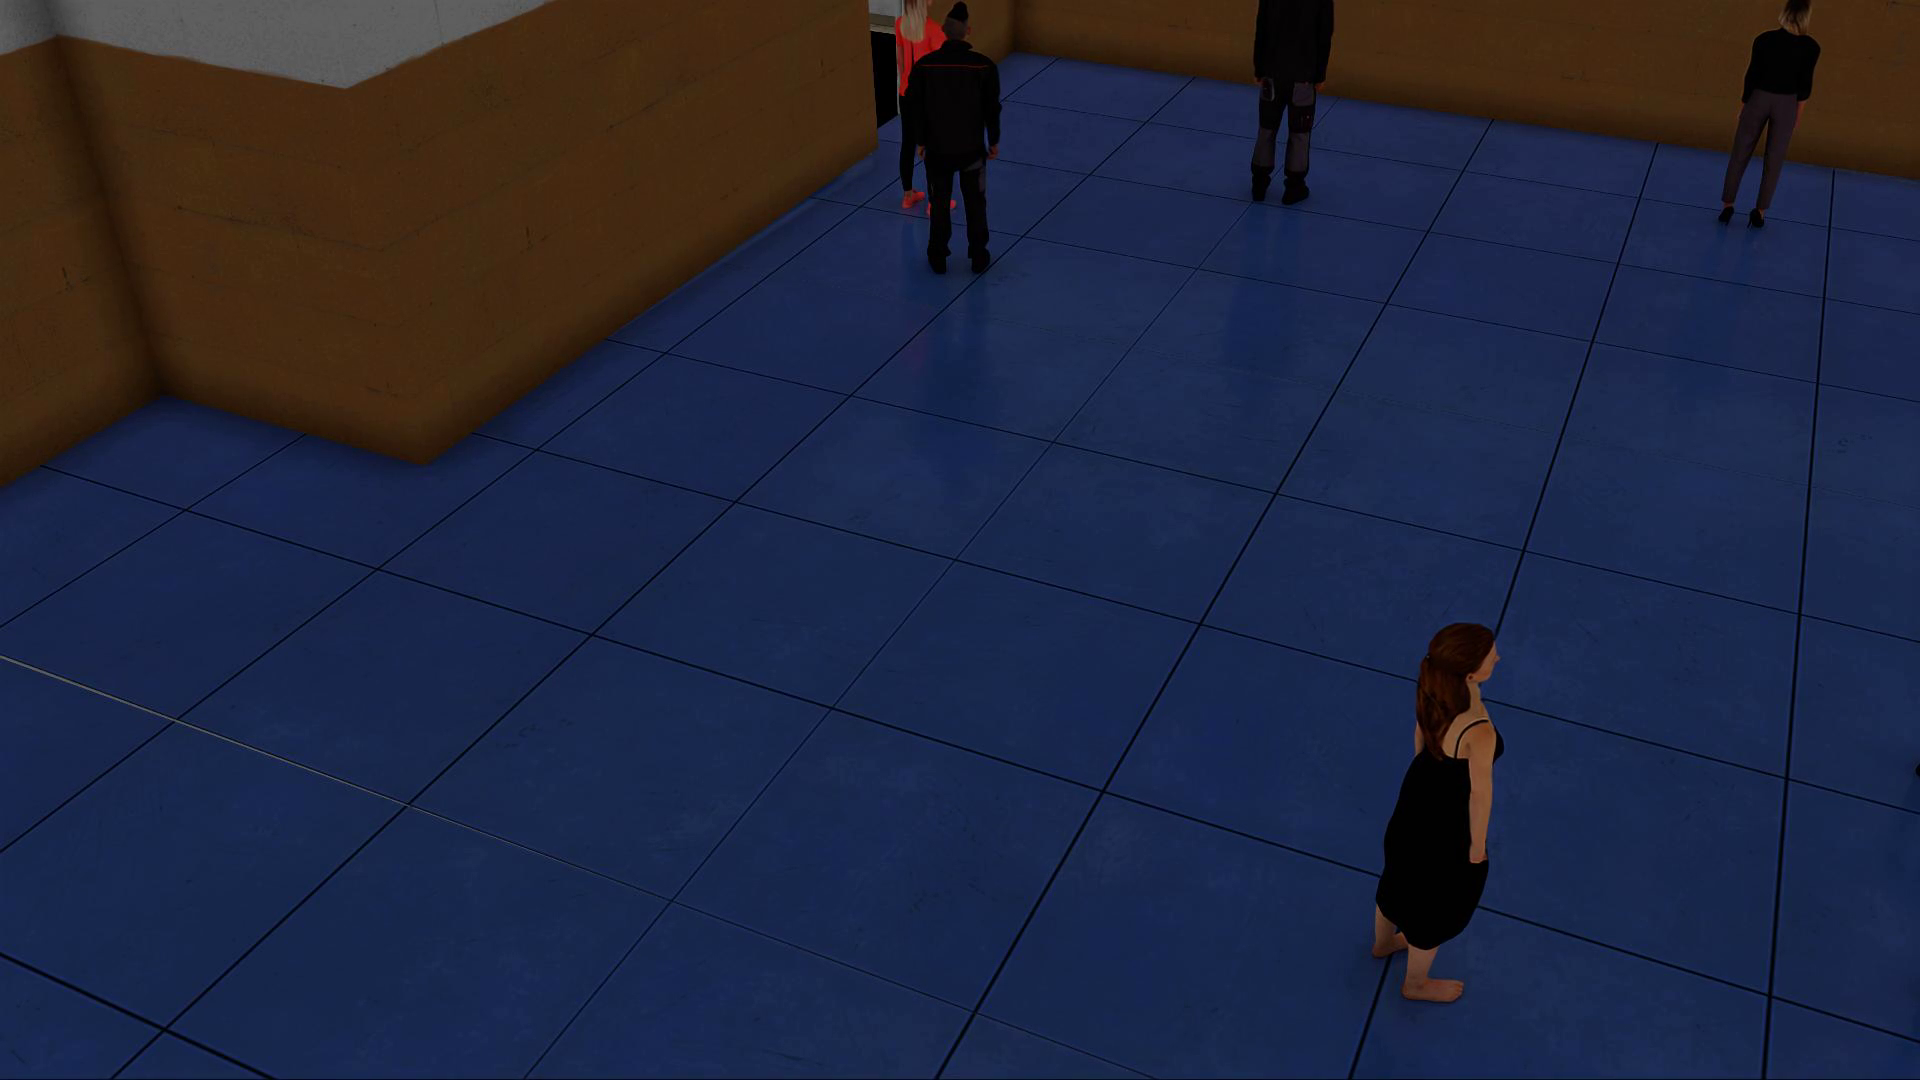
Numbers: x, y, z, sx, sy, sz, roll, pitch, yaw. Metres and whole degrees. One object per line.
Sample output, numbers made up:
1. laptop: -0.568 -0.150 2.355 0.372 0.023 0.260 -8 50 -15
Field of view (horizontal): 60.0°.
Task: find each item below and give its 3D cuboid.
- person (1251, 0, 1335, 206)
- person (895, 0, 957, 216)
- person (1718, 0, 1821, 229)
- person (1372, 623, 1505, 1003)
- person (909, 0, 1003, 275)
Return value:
1. person: 2.419 -3.440 12.208 0.535 1.946 0.771 12 36 18
2. person: -0.280 -3.221 12.107 0.546 1.694 0.700 24 41 32
3. person: 5.763 -3.034 11.846 0.471 1.672 0.661 17 37 23
4. person: 1.691 0.958 5.887 0.731 1.625 0.676 -9 35 -14
5. person: -0.021 -2.688 11.133 0.728 1.861 0.911 1 34 2
